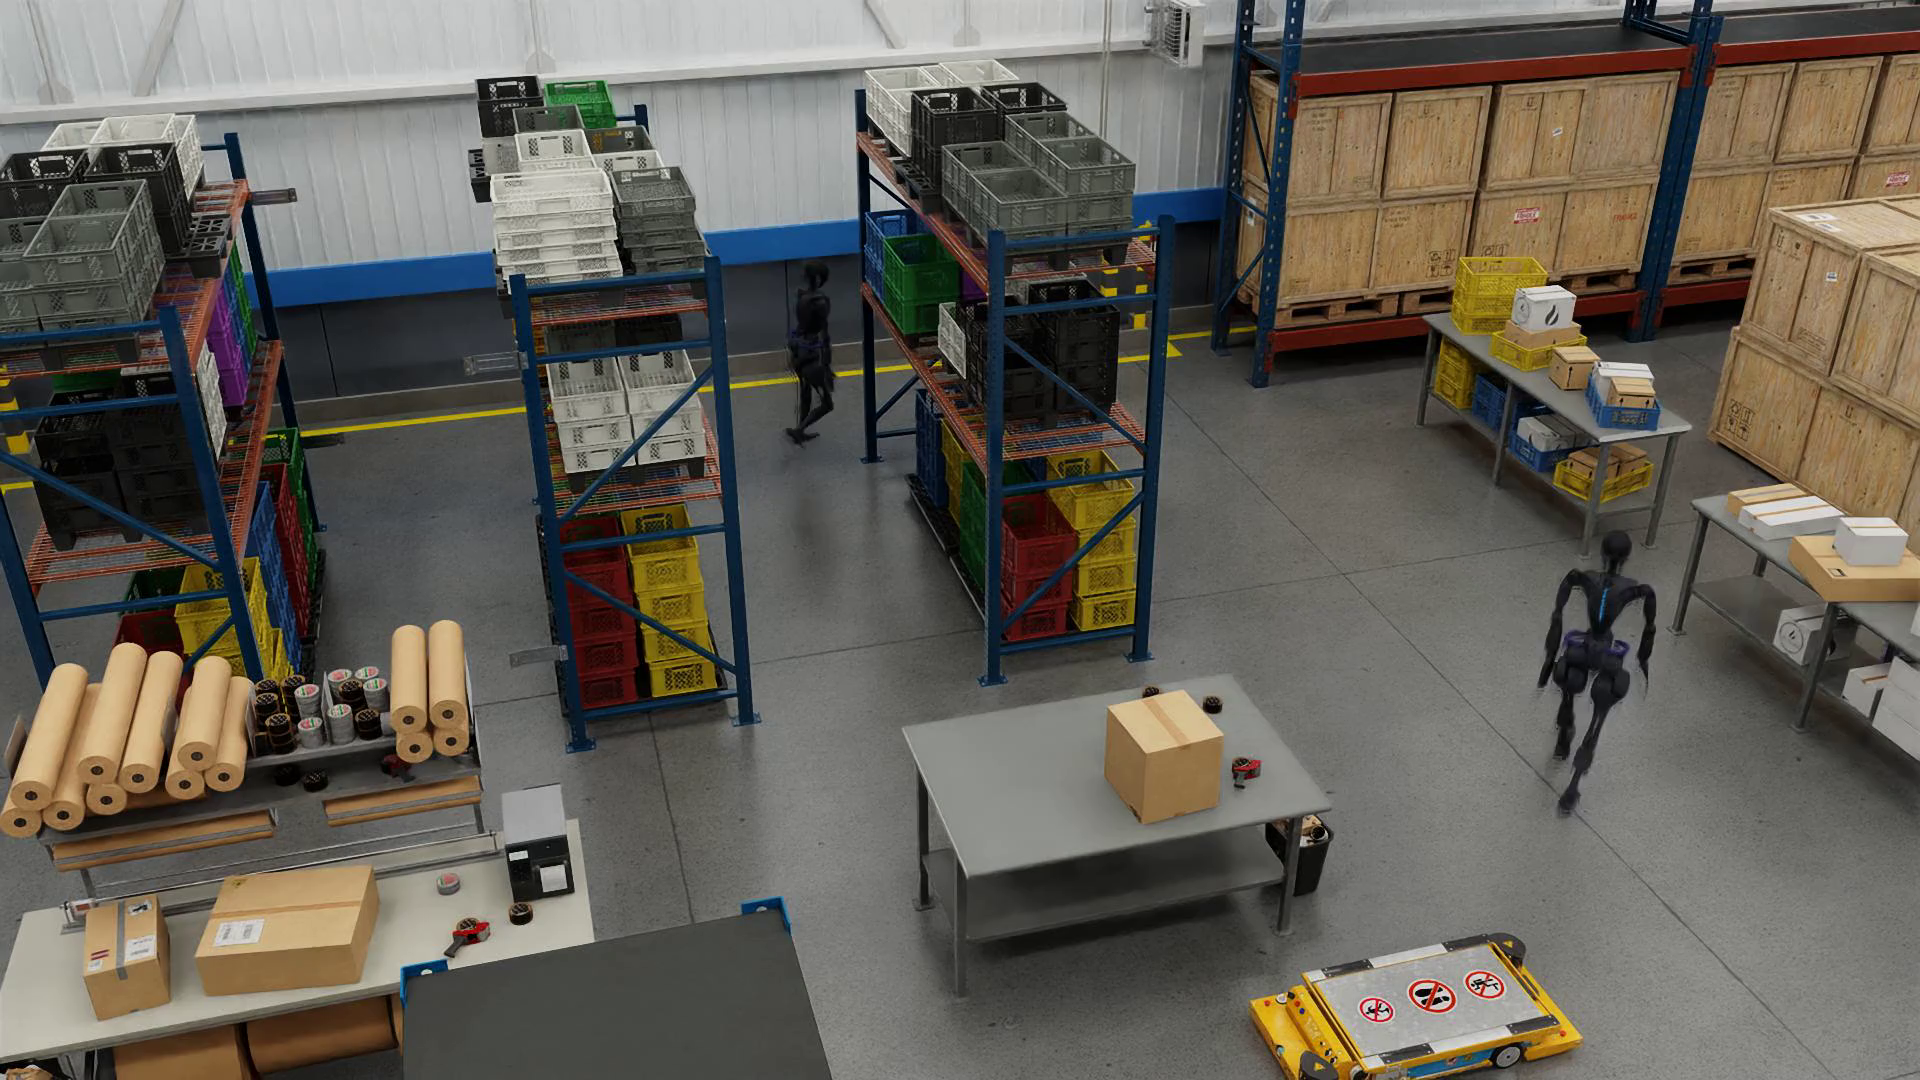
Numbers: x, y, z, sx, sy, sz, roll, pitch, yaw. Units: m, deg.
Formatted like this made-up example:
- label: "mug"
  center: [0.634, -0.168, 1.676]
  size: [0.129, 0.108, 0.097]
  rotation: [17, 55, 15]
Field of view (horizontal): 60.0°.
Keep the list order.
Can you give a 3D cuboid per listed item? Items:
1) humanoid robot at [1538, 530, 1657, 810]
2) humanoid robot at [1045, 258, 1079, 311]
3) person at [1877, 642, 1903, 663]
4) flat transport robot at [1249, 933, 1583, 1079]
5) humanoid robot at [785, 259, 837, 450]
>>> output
- label: "humanoid robot"
  center: [3.611, 0.700, 9.465]
  size: [0.551, 1.626, 0.786]
  rotation: [17, 33, 28]
- label: "humanoid robot"
  center: [0.745, -1.947, 14.228]
  size: [0.609, 1.657, 0.315]
  rotation: [3, 29, 6]
- label: "person"
  center: [6.091, 0.101, 10.274]
  size: [0.623, 1.899, 0.766]
  rotation: [-11, 31, -20]
- label: "flat transport robot"
  center: [2.184, 2.282, 7.980]
  size: [1.431, 0.197, 0.652]
  rotation: [-8, 30, -14]
- label: "humanoid robot"
  center: [-1.238, -1.481, 13.403]
  size: [0.398, 1.636, 0.687]
  rotation: [-15, 32, -25]
